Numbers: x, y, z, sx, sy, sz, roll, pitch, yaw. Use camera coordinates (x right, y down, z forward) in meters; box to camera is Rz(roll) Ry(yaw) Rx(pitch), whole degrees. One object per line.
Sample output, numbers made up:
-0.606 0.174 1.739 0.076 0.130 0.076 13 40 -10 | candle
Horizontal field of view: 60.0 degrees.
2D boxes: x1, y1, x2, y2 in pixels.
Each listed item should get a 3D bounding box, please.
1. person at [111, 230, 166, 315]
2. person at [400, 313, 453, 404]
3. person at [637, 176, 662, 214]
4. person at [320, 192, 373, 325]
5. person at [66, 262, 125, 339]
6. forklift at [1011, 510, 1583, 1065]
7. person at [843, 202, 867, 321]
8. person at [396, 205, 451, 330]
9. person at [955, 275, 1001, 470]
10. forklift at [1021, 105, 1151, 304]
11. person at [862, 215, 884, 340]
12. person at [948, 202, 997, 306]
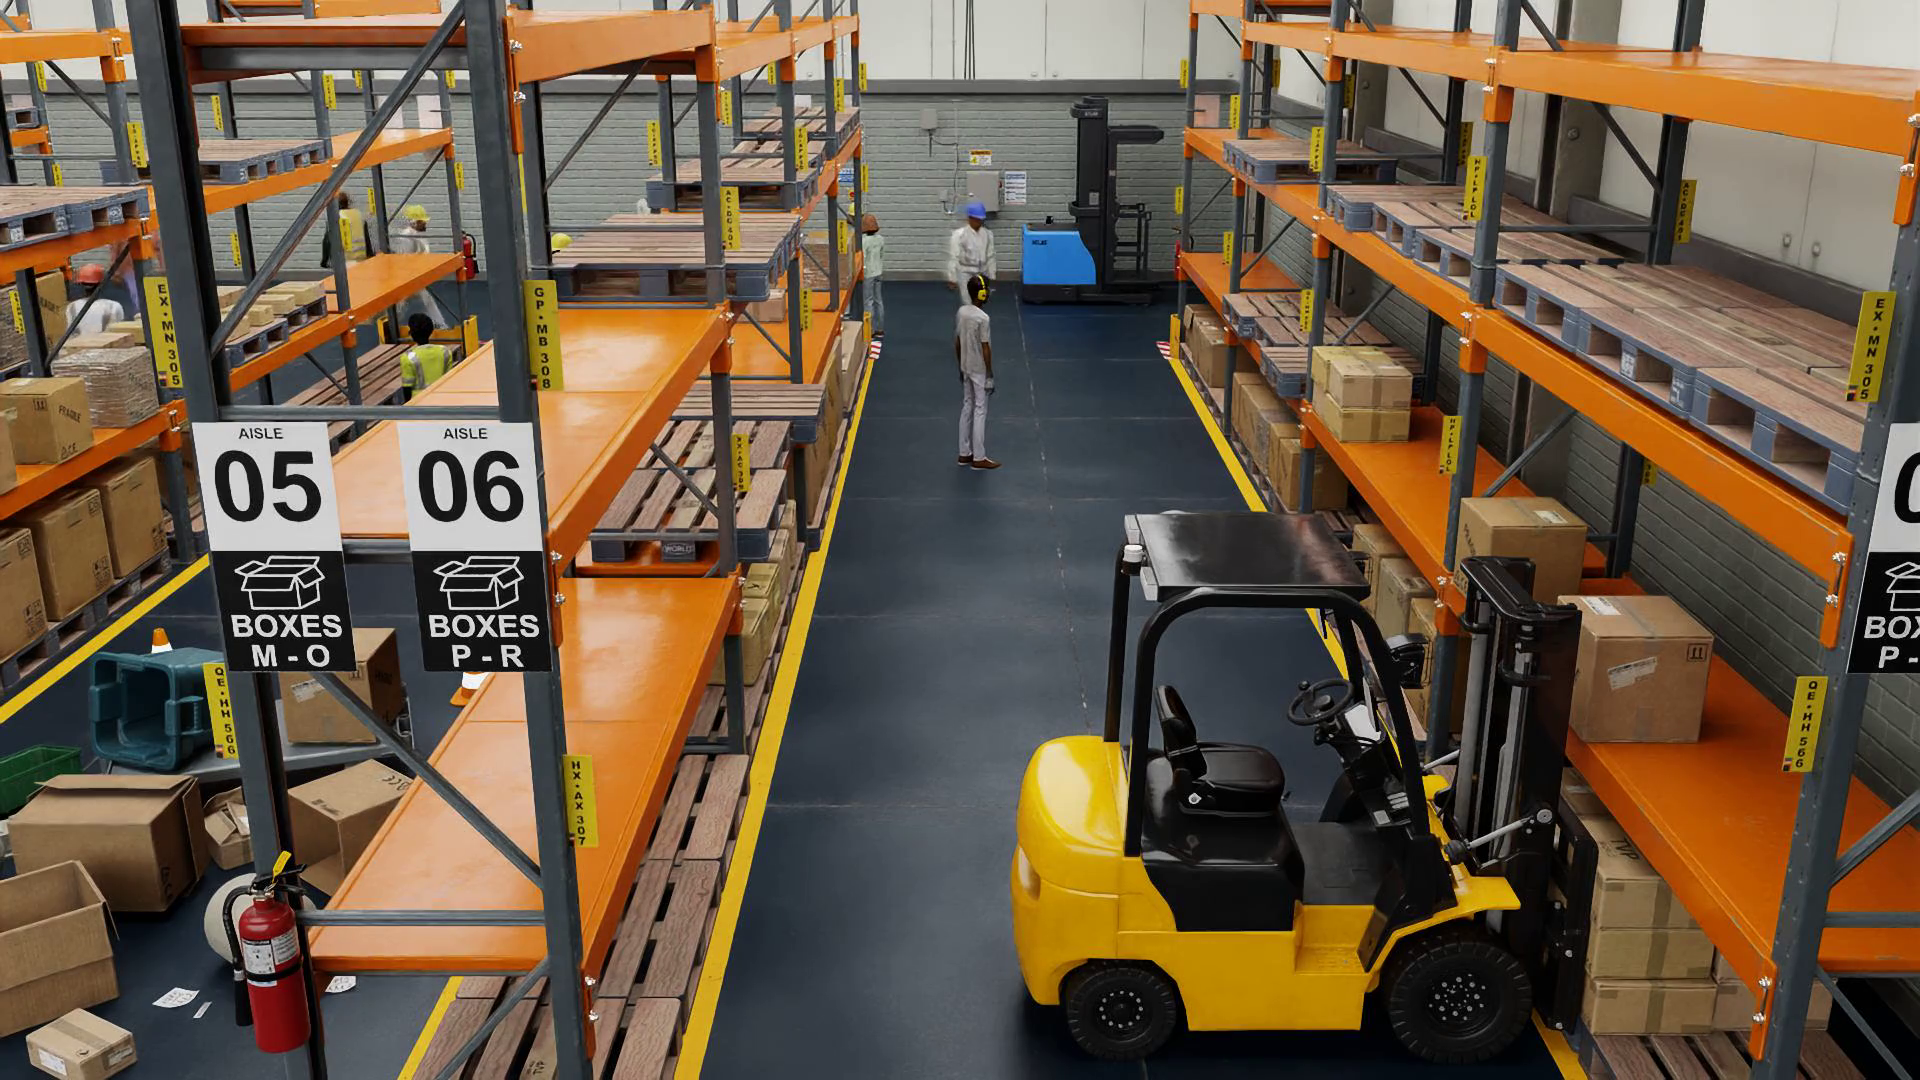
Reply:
-10.380 -3.404 21.203 0.799 1.965 0.633 16 24 40 | person
-4.767 -1.194 14.965 0.320 1.693 0.534 13 23 35 | person
-4.487 -4.422 24.501 0.545 1.833 0.411 -6 19 -17 | person
-8.497 -3.888 22.943 0.878 1.798 0.628 7 20 21 | person
-8.377 -1.733 16.236 0.550 1.921 0.569 1 18 4 | person
1.387 1.055 7.378 2.313 2.155 1.214 0 18 0 | forklift
-1.385 -3.671 22.390 0.485 1.736 0.321 -4 19 -11 | person
-7.168 -3.516 21.876 0.948 1.776 0.676 -3 19 -9 | person
0.165 -1.607 15.939 0.314 1.866 0.535 -12 22 -32 | person
1.857 -4.944 24.441 1.873 2.768 1.129 0 18 0 | forklift
-1.181 -3.458 21.902 0.280 1.633 0.503 12 22 32 | person
0.193 -3.264 20.861 0.605 1.918 0.668 -13 22 -34 | person
